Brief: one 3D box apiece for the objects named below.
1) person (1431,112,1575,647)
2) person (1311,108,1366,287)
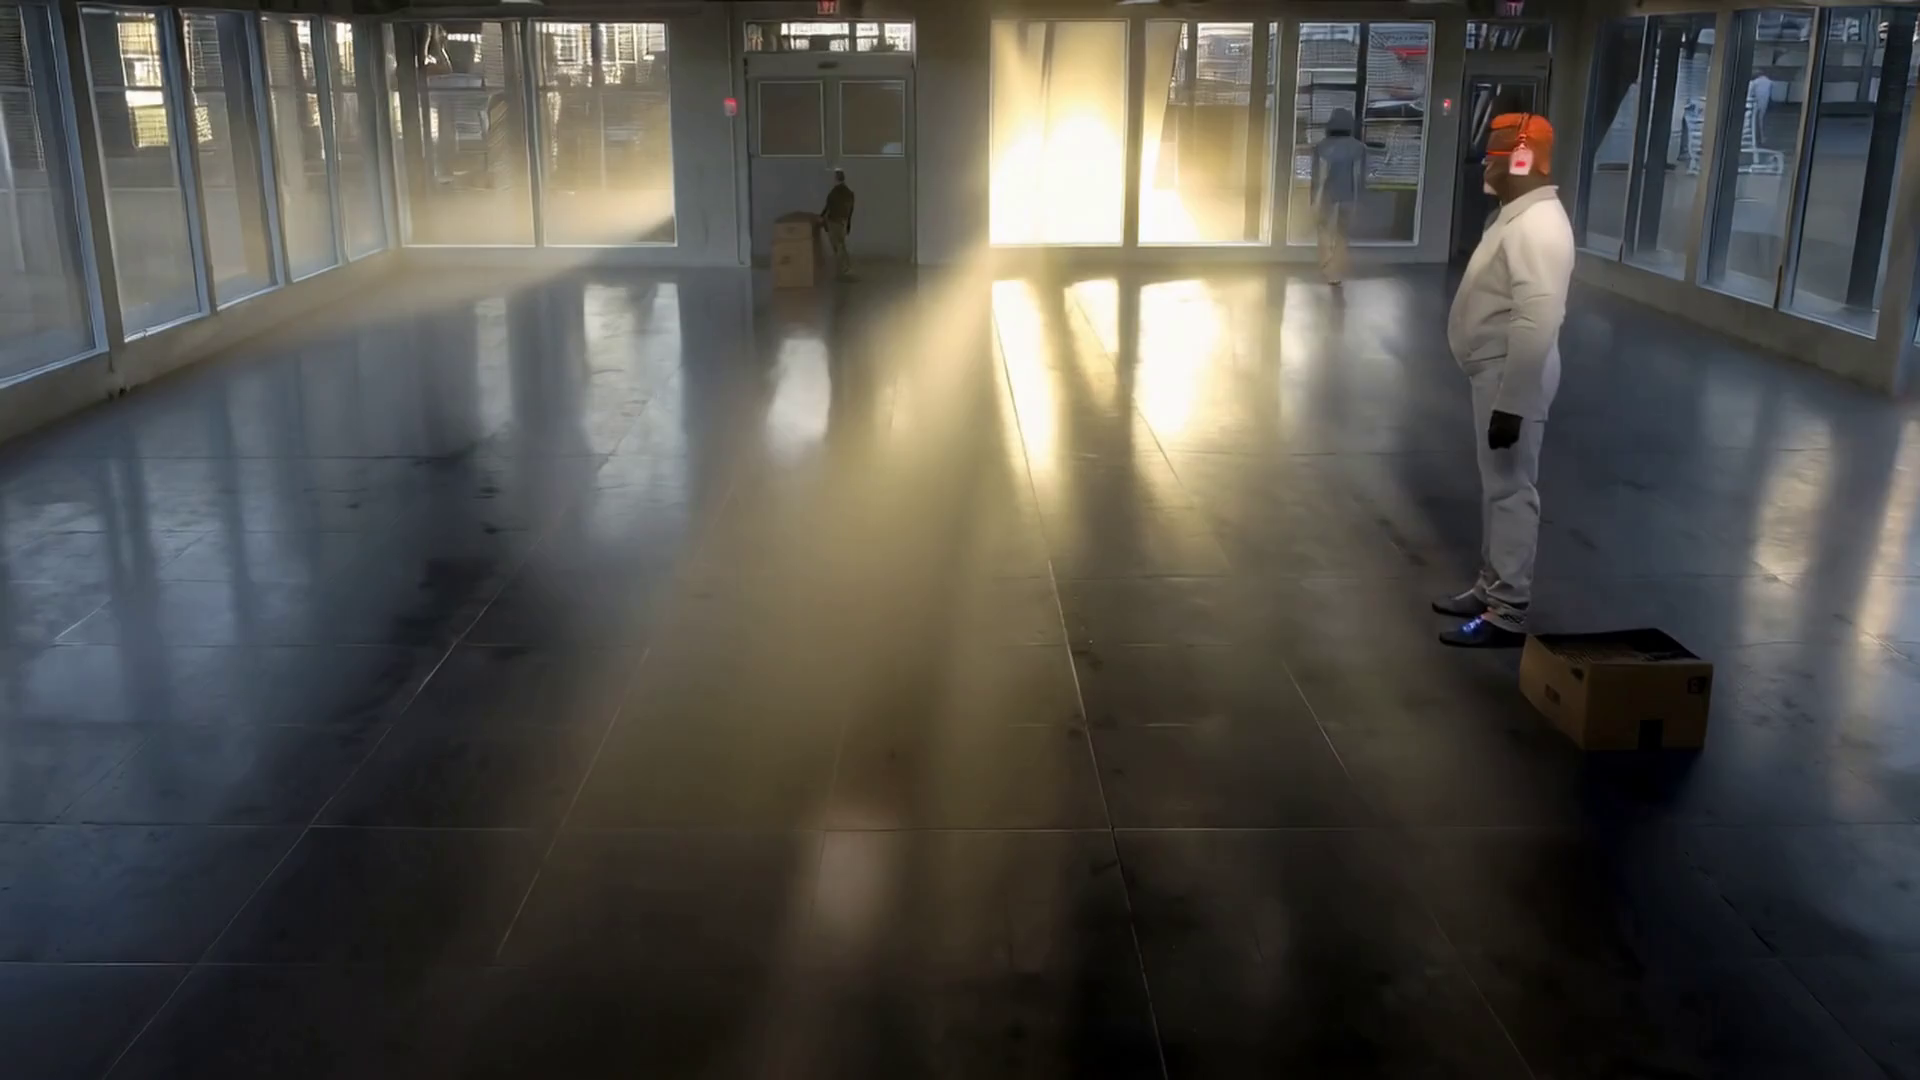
[{"bbox_3d":[1.947,-0.555,5.994,0.400,1.910,0.643,4,17,14],"label":"person"},{"bbox_3d":[3.462,-3.140,15.297,0.502,1.623,0.337,1,16,3],"label":"person"}]
